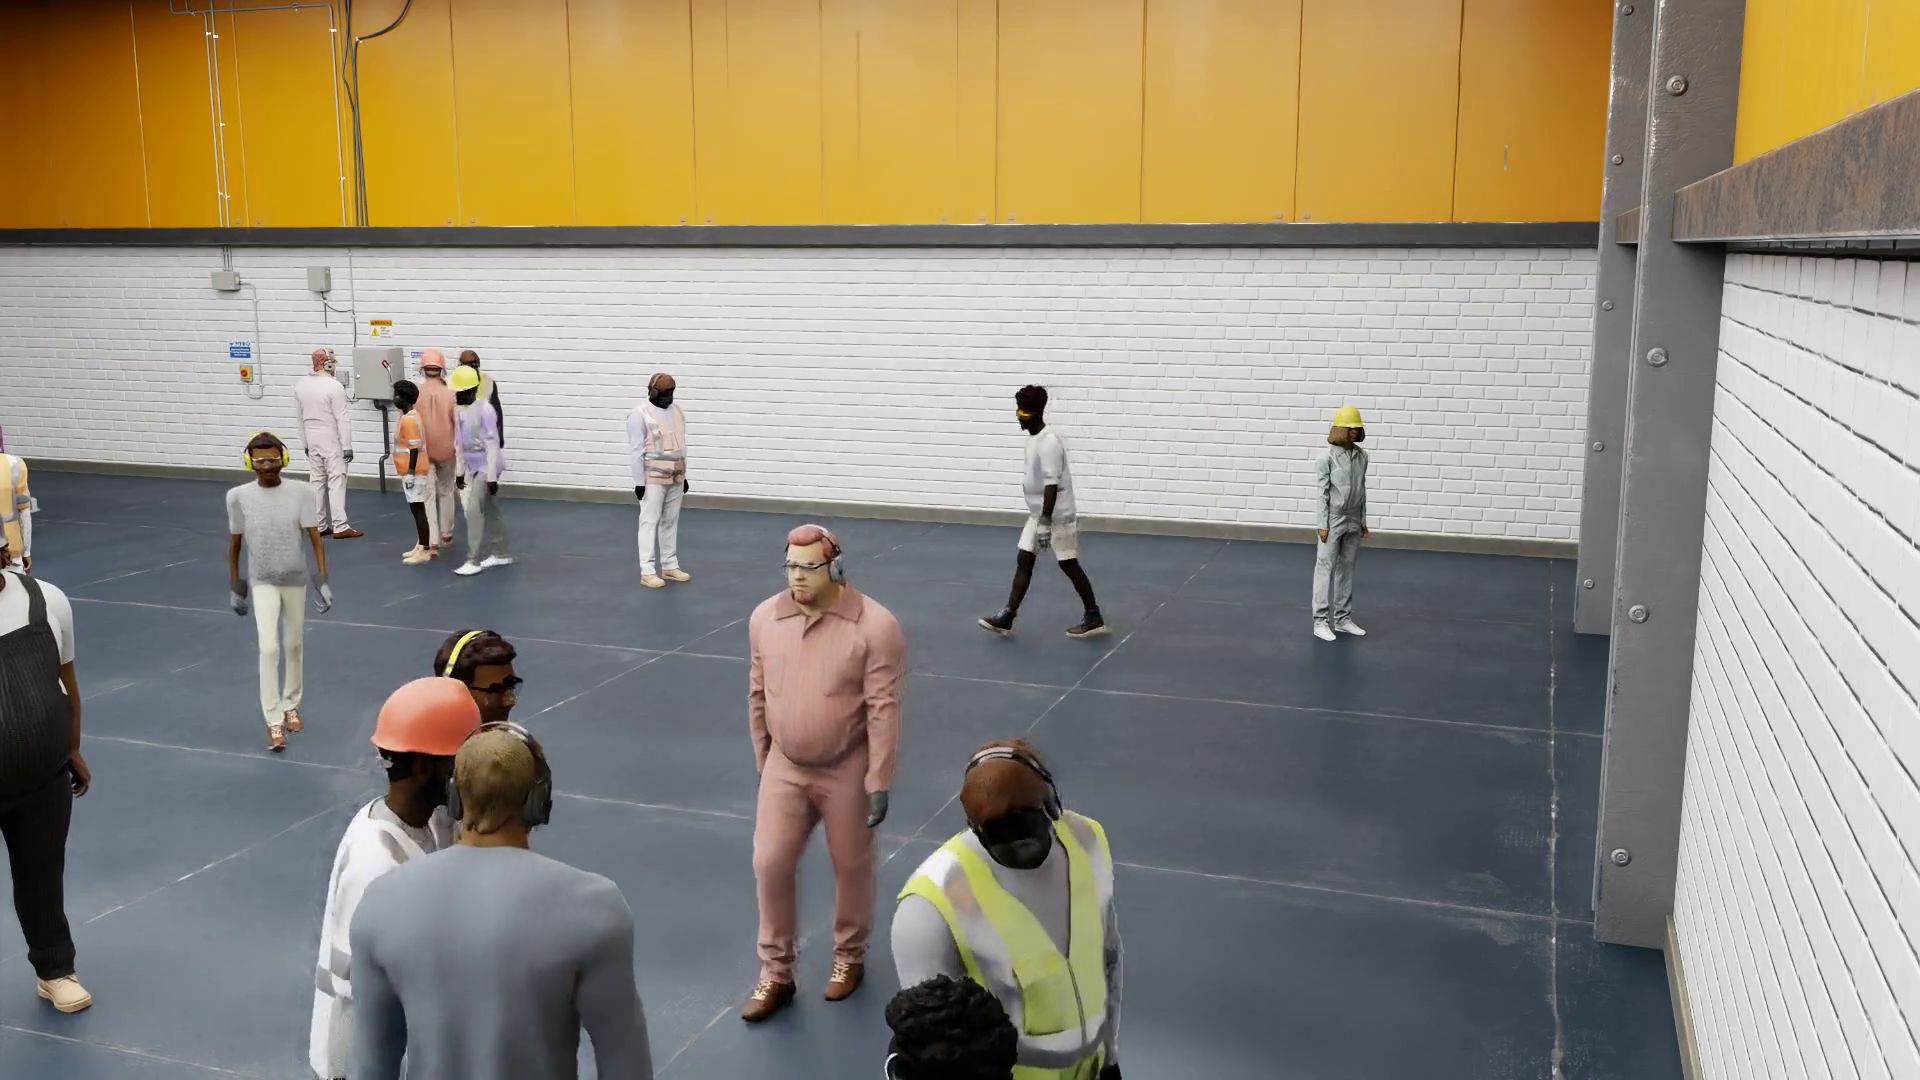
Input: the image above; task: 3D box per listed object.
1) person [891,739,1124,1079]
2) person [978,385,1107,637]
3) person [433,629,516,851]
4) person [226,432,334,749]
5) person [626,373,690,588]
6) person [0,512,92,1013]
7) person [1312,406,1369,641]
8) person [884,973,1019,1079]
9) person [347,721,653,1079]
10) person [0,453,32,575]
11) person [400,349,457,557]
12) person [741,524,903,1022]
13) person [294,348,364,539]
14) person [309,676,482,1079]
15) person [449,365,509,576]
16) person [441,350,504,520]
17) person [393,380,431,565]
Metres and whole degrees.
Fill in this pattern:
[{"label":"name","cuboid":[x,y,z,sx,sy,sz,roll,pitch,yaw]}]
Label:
[{"label":"person","cuboid":[0.113,1.327,4.044,0.670,1.803,0.507,-10,14,-43]},{"label":"person","cuboid":[0.625,-0.200,12.300,1.022,1.901,0.646,-3,10,-15]},{"label":"person","cuboid":[-1.373,1.164,4.763,0.309,1.864,0.535,2,10,11]},{"label":"person","cuboid":[-3.974,0.291,9.760,0.517,1.831,0.848,-6,12,-29]},{"label":"person","cuboid":[-2.567,-0.522,14.340,0.429,1.835,0.633,7,12,33]},{"label":"person","cuboid":[-3.561,0.828,6.155,0.535,2.000,0.686,9,13,41]},{"label":"person","cuboid":[2.856,-0.129,12.385,0.488,1.744,0.296,-7,12,-33]},{"label":"person","cuboid":[0.006,1.570,2.938,0.317,1.697,0.540,-4,11,-21]},{"label":"person","cuboid":[-1.029,1.354,3.662,0.669,1.892,1.047,2,10,10]},{"label":"person","cuboid":[-6.242,0.078,10.672,0.357,1.938,0.545,7,12,33]},{"label":"person","cuboid":[-4.989,-0.833,15.790,0.606,1.951,1.026,-4,11,-21]},{"label":"person","cuboid":[-0.553,0.887,6.281,0.648,1.885,0.727,3,10,15]},{"label":"person","cuboid":[-6.302,-0.963,16.623,0.655,1.906,0.407,5,11,27]},{"label":"person","cuboid":[-1.422,1.270,4.168,0.998,1.871,0.543,-3,11,-17]},{"label":"person","cuboid":[-4.316,-0.618,14.803,0.761,1.870,0.611,-9,13,-40]},{"label":"person","cuboid":[-5.206,-1.121,17.767,0.661,1.813,0.663,-7,12,-34]},{"label":"person","cuboid":[-5.044,-0.624,15.299,0.317,1.695,0.540,-3,10,-16]}]
